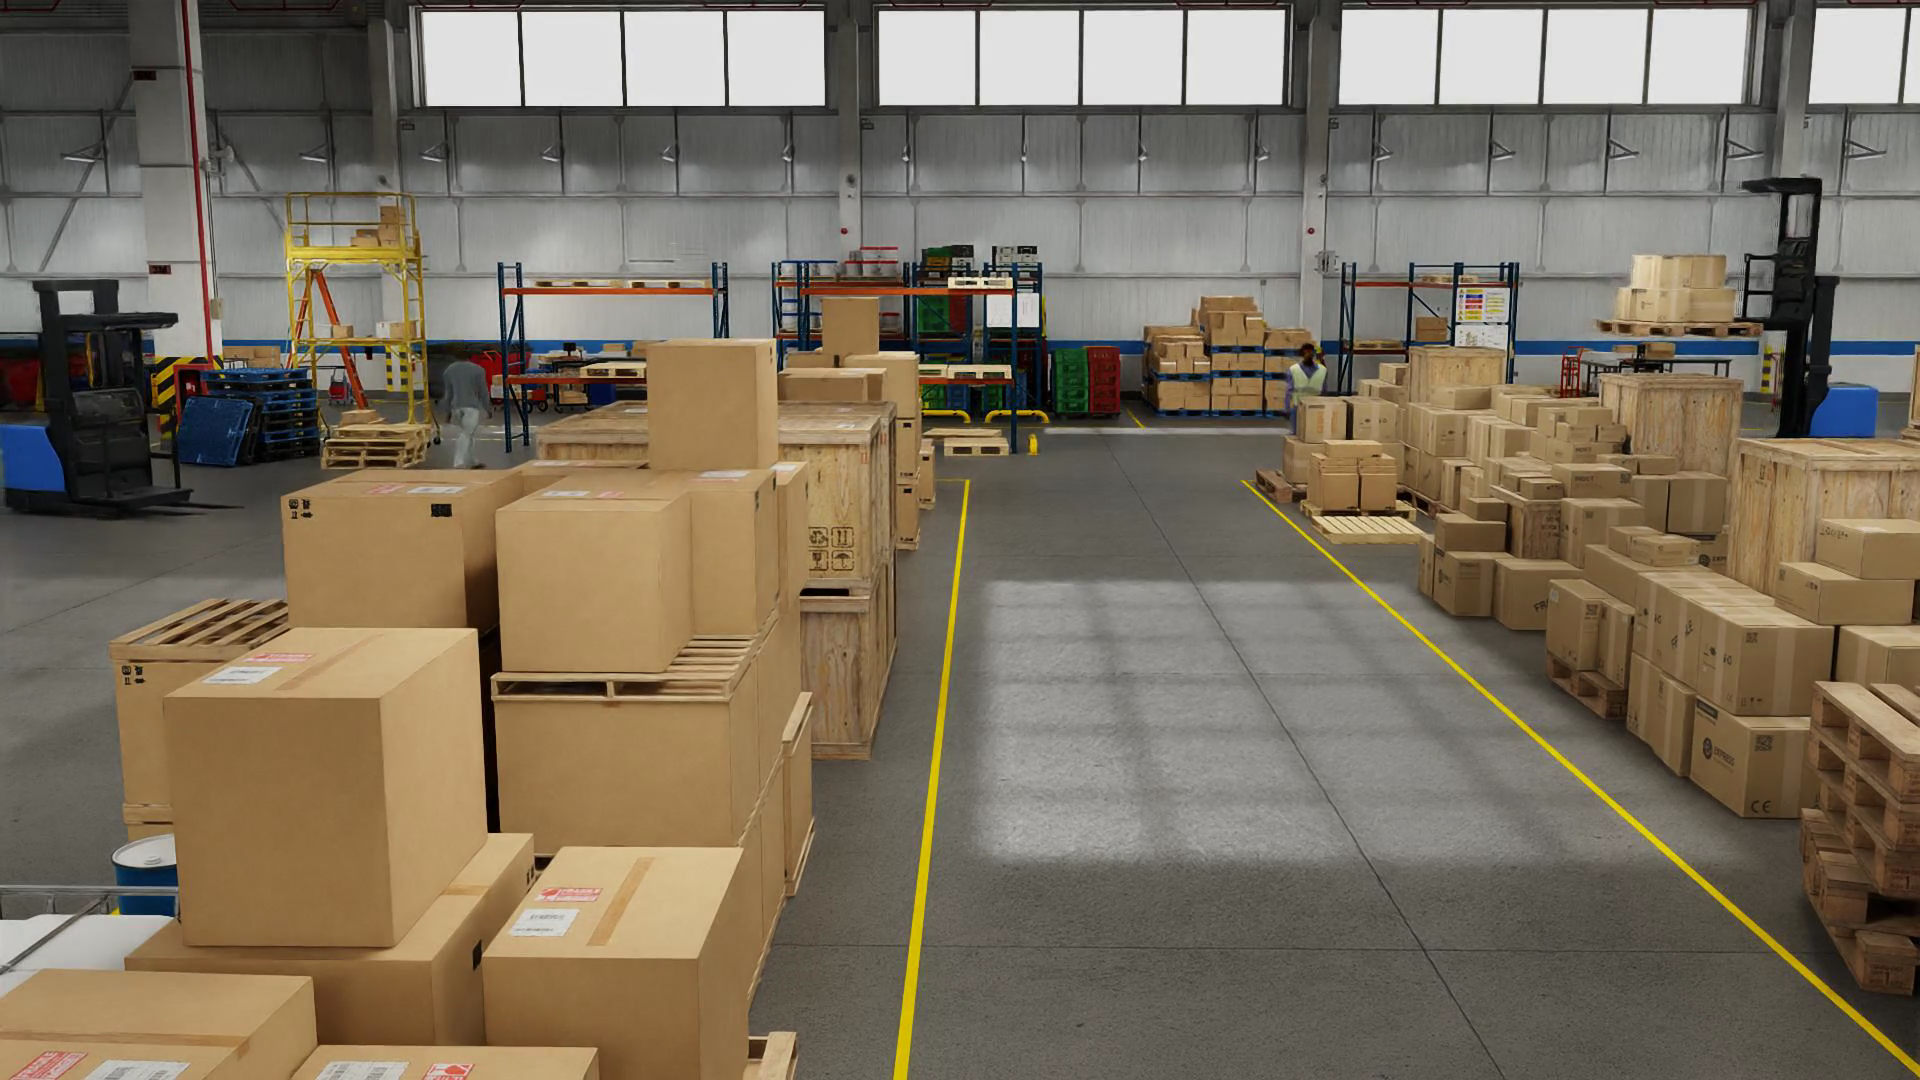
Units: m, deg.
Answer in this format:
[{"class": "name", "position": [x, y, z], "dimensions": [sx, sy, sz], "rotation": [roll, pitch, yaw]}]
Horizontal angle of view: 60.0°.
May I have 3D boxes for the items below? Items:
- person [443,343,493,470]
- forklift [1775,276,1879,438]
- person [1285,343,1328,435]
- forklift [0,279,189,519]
[{"class": "person", "position": [-7.067, -1.862, 23.756], "dimensions": [0.627, 1.896, 1.021], "rotation": [3, 10, 18]}, {"class": "forklift", "position": [13.453, -2.795, 26.378], "dimensions": [1.873, 2.768, 1.129], "rotation": [0, 9, 1]}, {"class": "person", "position": [5.032, -1.937, 24.231], "dimensions": [0.611, 1.893, 0.789], "rotation": [1, 10, 4]}, {"class": "forklift", "position": [-10.568, -1.747, 20.099], "dimensions": [1.873, 2.768, 1.129], "rotation": [4, 10, 22]}]
